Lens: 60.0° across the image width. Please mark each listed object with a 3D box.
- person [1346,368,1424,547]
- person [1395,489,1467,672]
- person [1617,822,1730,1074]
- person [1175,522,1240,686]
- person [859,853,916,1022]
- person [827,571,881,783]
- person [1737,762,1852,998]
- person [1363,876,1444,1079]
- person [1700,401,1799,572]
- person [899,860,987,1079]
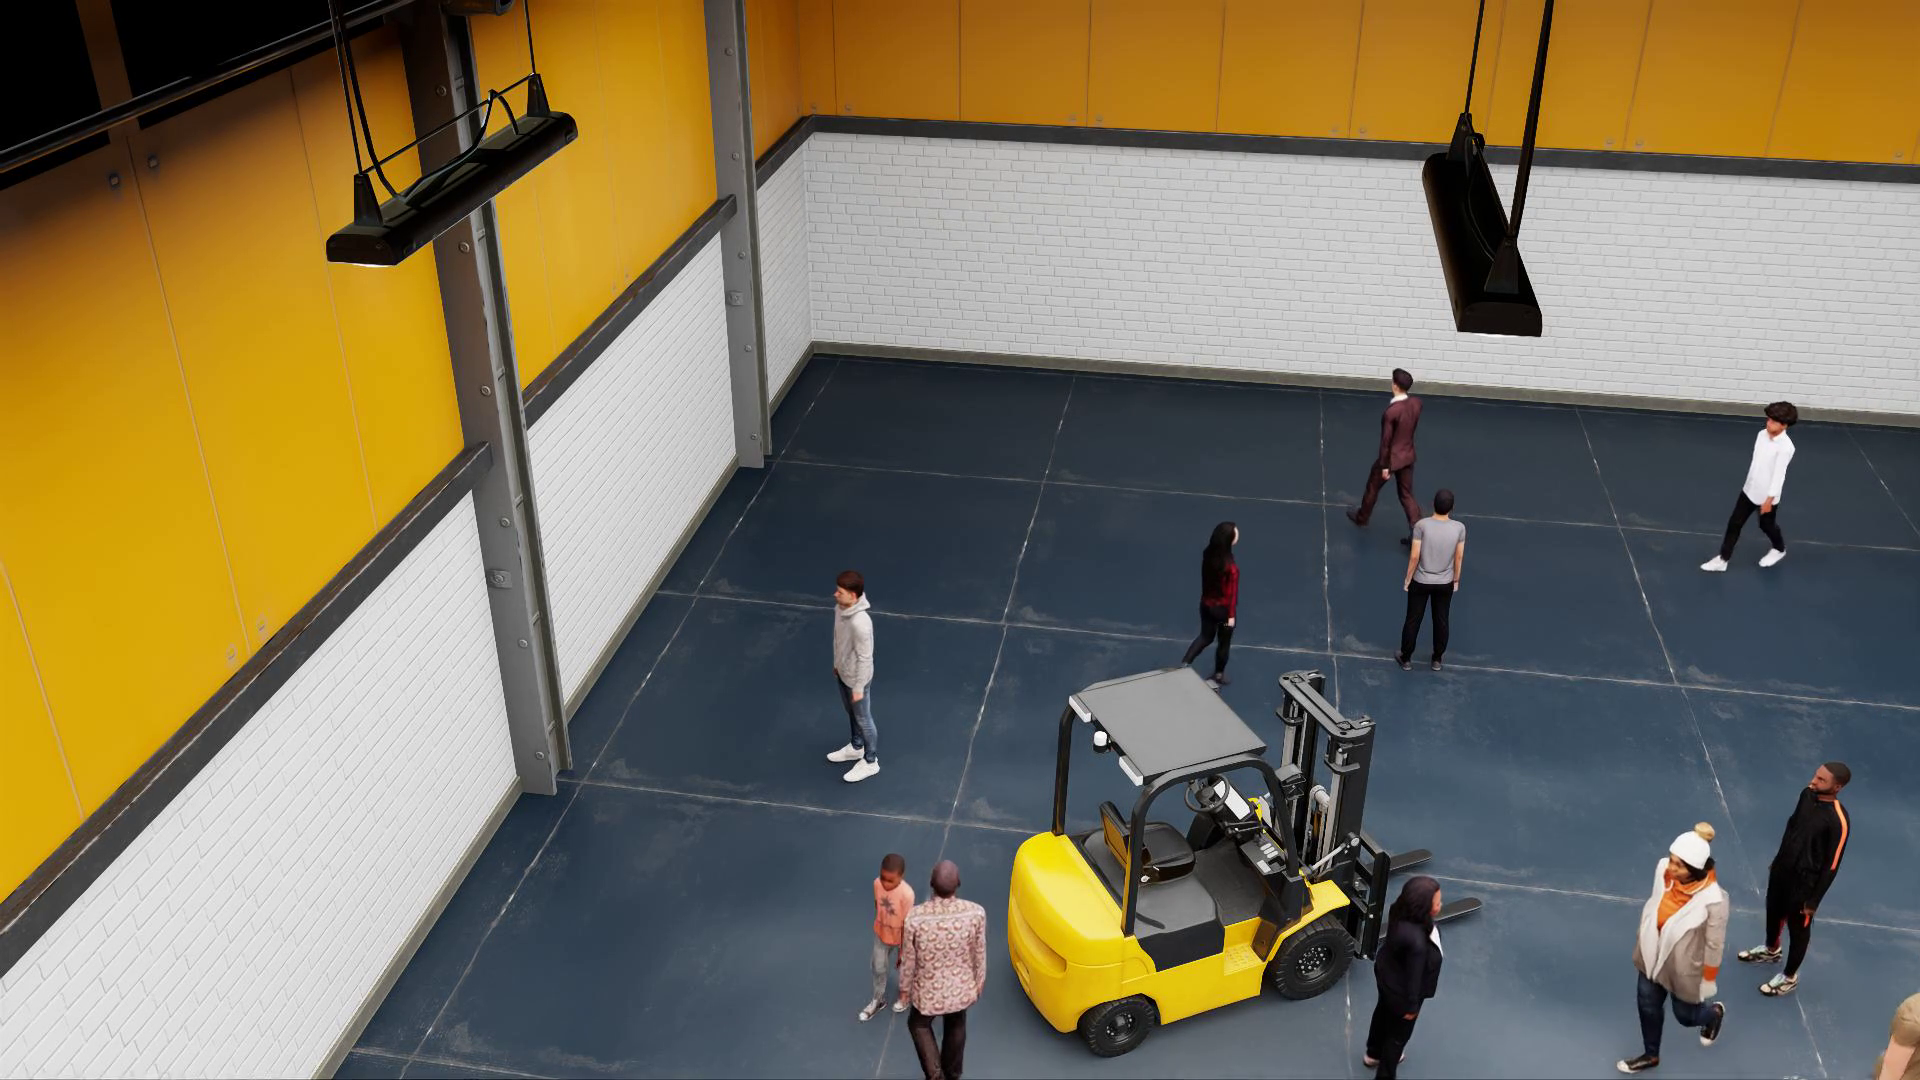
[{"bbox_3d":[4.384,-0.771,16.461,1.178,1.827,1.314,-15,32,-25],"label":"person"},{"bbox_3d":[4.114,0.342,14.496,0.642,1.755,0.571,2,29,3],"label":"person"},{"bbox_3d":[4.548,2.534,10.355,1.121,1.872,1.105,-14,32,-24],"label":"person"},{"bbox_3d":[2.122,0.603,14.139,0.964,1.639,0.917,-17,33,-28],"label":"person"},{"bbox_3d":[-0.382,2.544,10.942,0.605,1.293,0.729,16,32,26],"label":"person"},{"bbox_3d":[-0.819,1.045,13.107,0.821,1.852,0.721,-13,31,-22],"label":"person"},{"bbox_3d":[5.595,2.209,11.017,0.768,1.809,0.619,-5,29,-9],"label":"person"},{"bbox_3d":[2.718,2.729,10.266,0.718,1.616,0.602,0,29,1],"label":"person"},{"bbox_3d":[7.792,-0.483,15.993,1.023,1.771,1.177,-7,29,-13],"label":"person"},{"bbox_3d":[-0.090,2.746,10.060,0.883,1.783,0.991,-6,29,-11],"label":"person"}]
